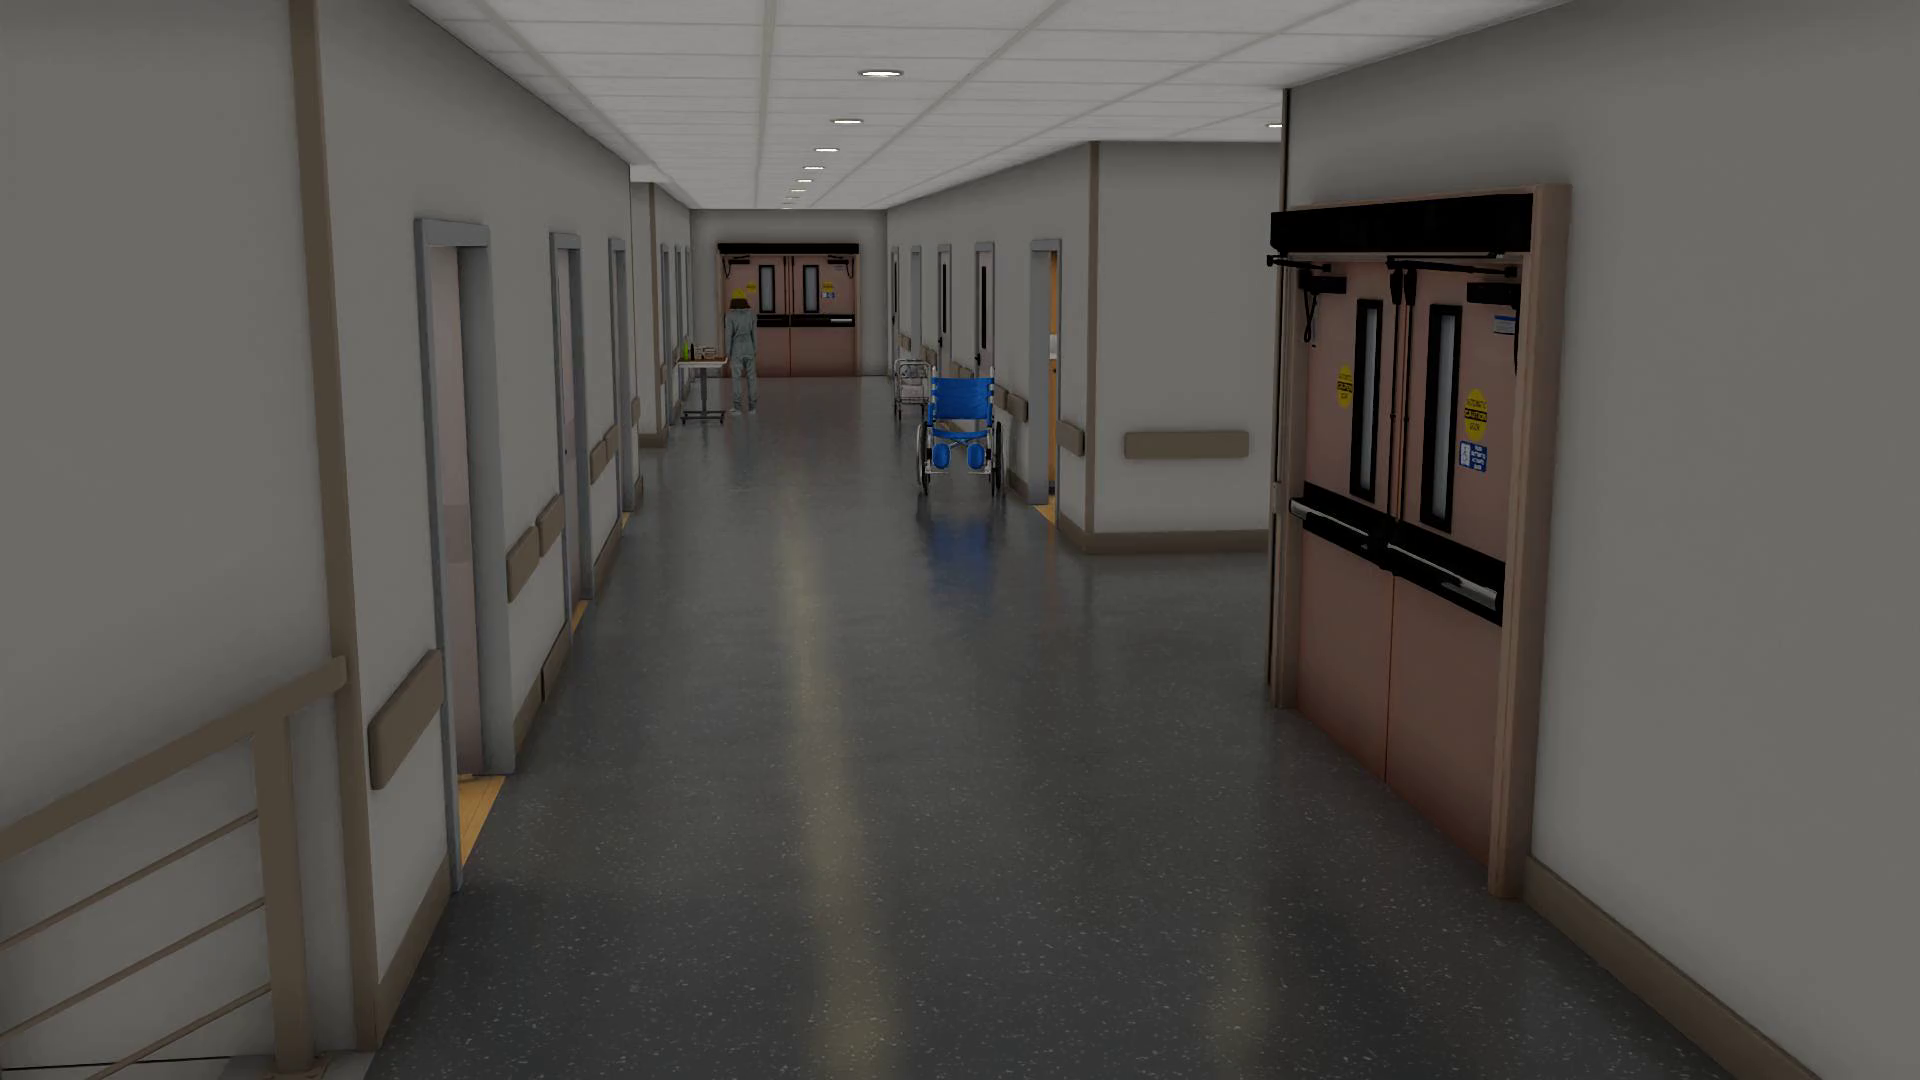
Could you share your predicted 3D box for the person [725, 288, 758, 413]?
[{"bbox_3d":[-3.072,-2.653,23.346,0.488,1.742,0.306,-6,11,-31],"label":"person"}]
